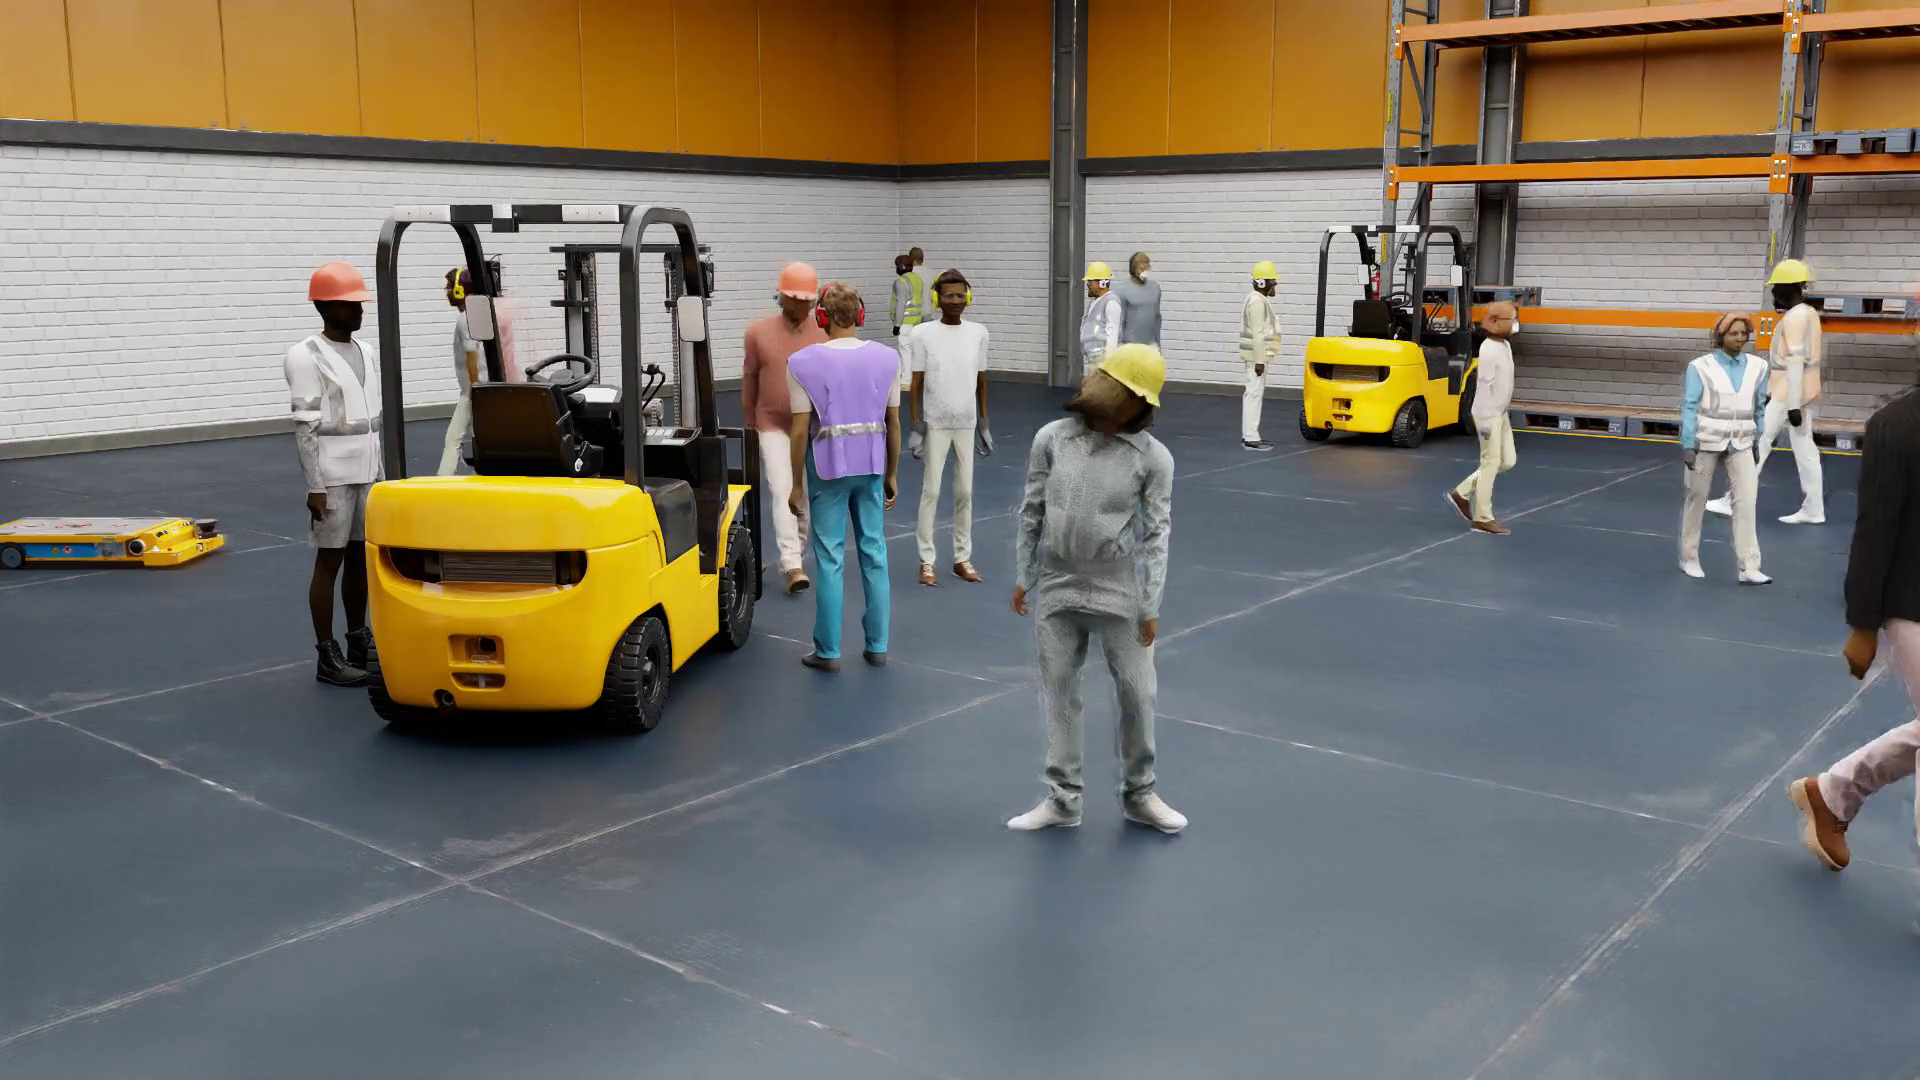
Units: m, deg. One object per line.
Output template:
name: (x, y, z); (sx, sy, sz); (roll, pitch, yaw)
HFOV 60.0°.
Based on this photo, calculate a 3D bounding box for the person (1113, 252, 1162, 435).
person: (1.781, -1.993, 17.094); (0.652, 1.915, 0.548); (-7, 12, -34)

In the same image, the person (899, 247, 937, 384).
person: (-0.601, -3.127, 23.312); (0.629, 1.940, 0.373); (-8, 13, -38)

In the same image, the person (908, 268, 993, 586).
person: (-0.057, -0.664, 9.855); (0.532, 1.868, 0.309); (-4, 11, -20)

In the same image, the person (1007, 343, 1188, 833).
person: (0.454, 0.187, 5.622); (0.622, 1.702, 0.336); (4, 11, 19)

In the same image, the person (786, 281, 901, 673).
person: (-0.540, -0.289, 7.840); (0.567, 1.846, 0.389); (-5, 11, -26)

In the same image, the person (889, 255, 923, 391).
person: (-0.744, -2.940, 22.558); (0.429, 1.839, 0.623); (4, 11, 23)

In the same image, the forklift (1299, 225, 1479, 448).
forklift: (4.449, -2.115, 16.993); (1.214, 2.155, 2.313); (8, 13, 38)

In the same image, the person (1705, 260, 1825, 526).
person: (5.851, -1.059, 11.990); (0.925, 1.885, 0.594); (9, 13, 40)

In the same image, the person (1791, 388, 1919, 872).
person: (2.854, 0.180, 4.914); (0.604, 1.971, 0.888); (-3, 11, -19)

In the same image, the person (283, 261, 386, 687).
person: (-2.821, -0.306, 7.674); (0.361, 1.939, 0.542); (3, 11, 16)

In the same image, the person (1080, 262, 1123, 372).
person: (1.369, -1.790, 16.225); (0.403, 1.826, 0.596); (-3, 11, -16)

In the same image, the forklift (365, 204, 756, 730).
forklift: (-1.766, -0.406, 7.525); (1.214, 2.155, 2.313); (1, 10, 7)

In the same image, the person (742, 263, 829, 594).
person: (-0.961, -0.666, 9.780); (0.622, 1.900, 1.112); (-1, 10, -8)

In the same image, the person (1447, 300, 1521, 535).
person: (3.677, -0.853, 11.570); (0.415, 1.622, 0.518); (6, 12, 32)

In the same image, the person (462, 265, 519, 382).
person: (-3.508, -1.220, 12.989); (0.733, 1.862, 0.740); (-3, 11, -17)

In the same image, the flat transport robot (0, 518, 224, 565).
flat transport robot: (-5.547, 0.003, 10.586); (1.431, 0.197, 0.652); (0, 10, 0)

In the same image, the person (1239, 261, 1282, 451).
person: (2.922, -1.790, 16.191); (0.403, 1.832, 0.594); (1, 10, 8)

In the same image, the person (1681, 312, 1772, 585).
person: (4.531, -0.523, 9.793); (0.539, 1.608, 0.775); (0, 10, -1)

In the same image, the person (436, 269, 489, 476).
person: (-3.688, -1.092, 12.383); (0.956, 1.818, 0.526); (0, 10, 3)
